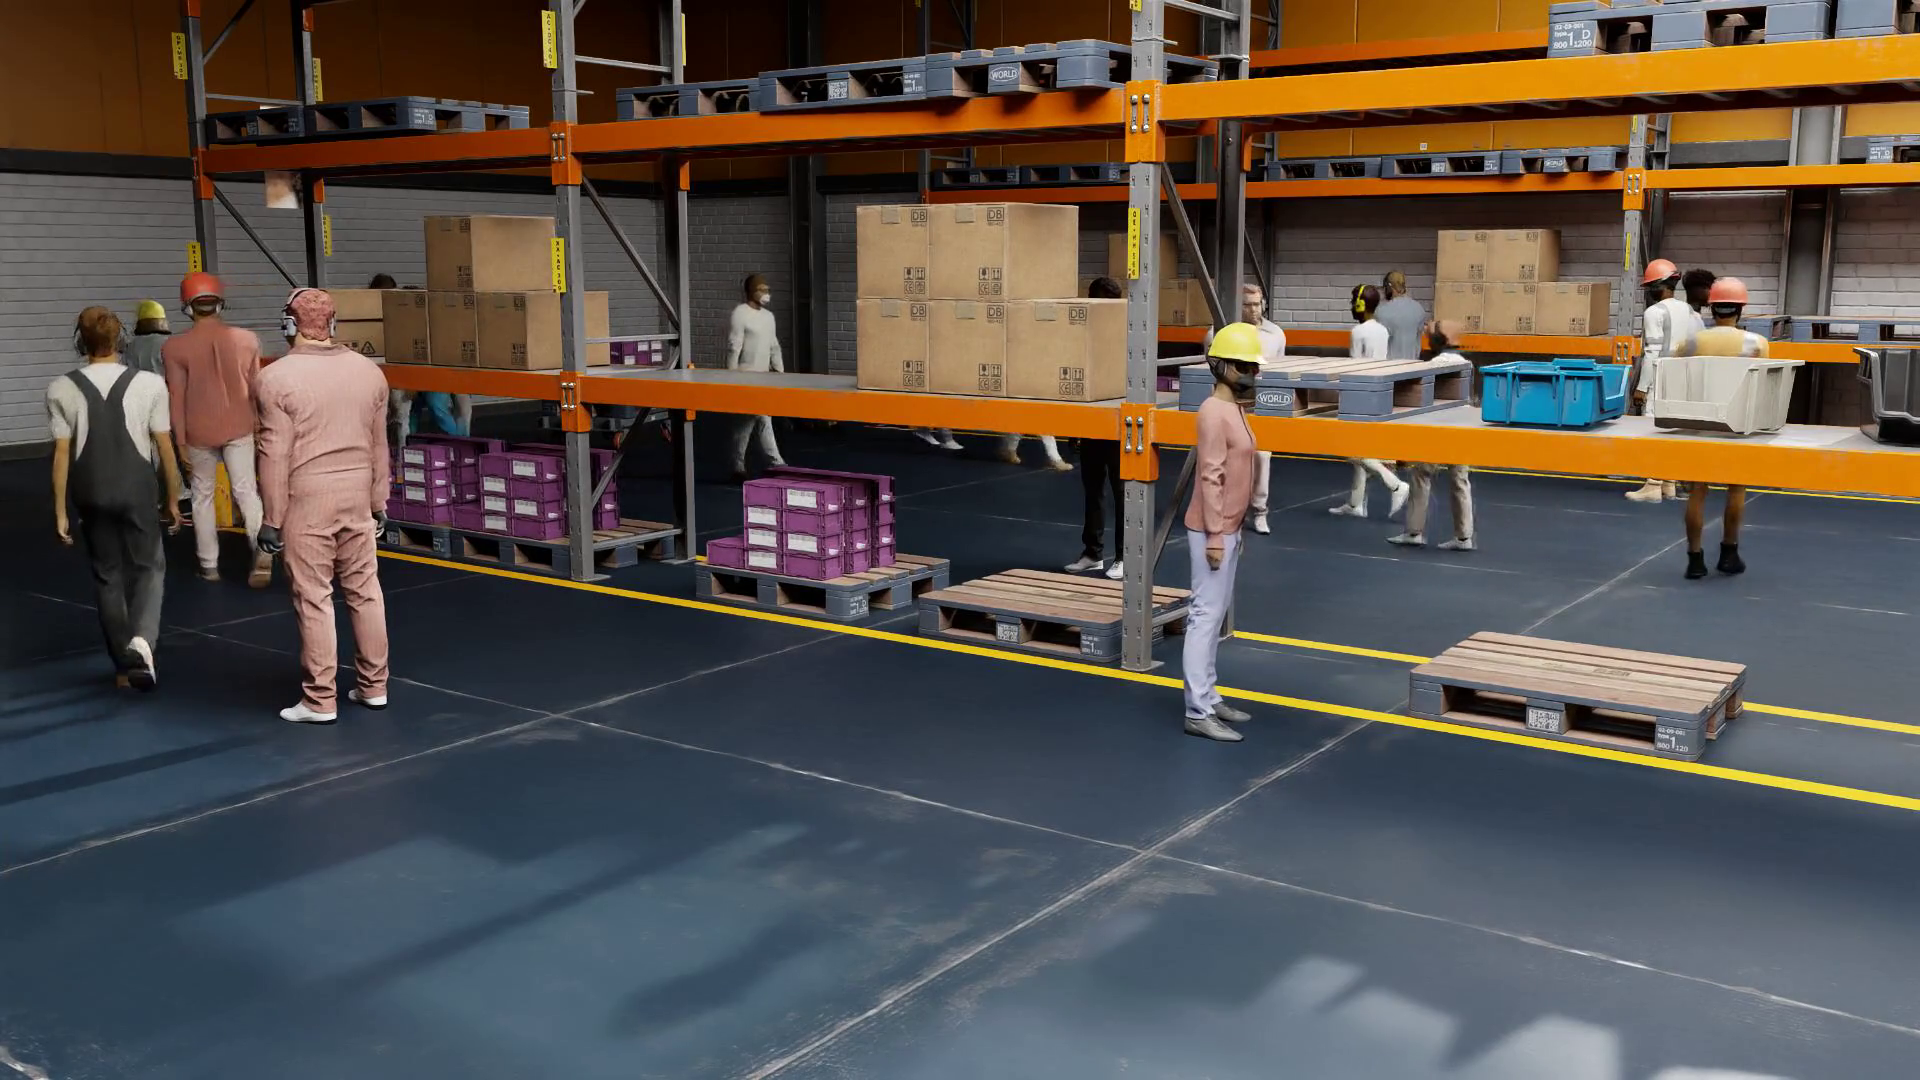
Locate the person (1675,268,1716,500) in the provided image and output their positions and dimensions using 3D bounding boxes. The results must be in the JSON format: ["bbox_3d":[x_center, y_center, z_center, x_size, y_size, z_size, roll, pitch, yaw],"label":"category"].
[{"bbox_3d":[6.188,-1.325,14.155,0.362,1.964,0.611,4,10,23],"label":"person"}]

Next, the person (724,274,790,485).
[{"bbox_3d":[-1.722,-1.410,14.850,0.957,1.897,0.661,4,10,22],"label":"person"}]

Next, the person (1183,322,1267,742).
[{"bbox_3d":[1.132,-0.040,7.103,0.329,1.765,0.526,3,10,19],"label":"person"}]

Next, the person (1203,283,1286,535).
[{"bbox_3d":[2.126,-1.011,12.607,0.653,1.867,0.881,-1,10,-4],"label":"person"}]

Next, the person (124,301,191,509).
[{"bbox_3d":[-6.624,-1.113,13.714,0.493,1.695,0.915,2,10,12],"label":"person"}]

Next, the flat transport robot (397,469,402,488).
[{"bbox_3d":[-4.574,-0.491,14.226,1.431,0.197,0.652,-3,10,-19],"label":"flat transport robot"}]

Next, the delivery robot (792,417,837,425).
[{"bbox_3d":[-1.737,-1.589,19.641,0.707,0.478,0.477,6,11,31],"label":"delivery robot"}]

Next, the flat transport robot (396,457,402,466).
[{"bbox_3d":[-5.160,-0.639,15.107,0.652,0.197,1.431,-3,10,-18],"label":"flat transport robot"}]

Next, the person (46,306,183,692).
[{"bbox_3d":[-3.883,-0.160,7.655,0.544,1.824,0.602,-4,10,-22],"label":"person"}]

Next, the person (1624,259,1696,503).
[{"bbox_3d":[5.861,-1.328,13.971,0.605,2.034,0.391,-7,12,-37],"label":"person"}]

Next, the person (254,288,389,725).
[{"bbox_3d":[-2.813,-0.148,7.319,0.403,1.906,0.651,6,11,32],"label":"person"}]

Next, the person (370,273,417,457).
[{"bbox_3d":[-5.249,-1.457,15.093,0.642,1.916,0.693,1,10,8],"label":"person"}]

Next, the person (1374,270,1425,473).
[{"bbox_3d":[4.169,-1.609,15.948,0.628,1.933,0.378,-6,11,-33],"label":"person"}]

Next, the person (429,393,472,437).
[{"bbox_3d":[-4.940,-1.462,16.052,0.564,1.591,0.833,-8,12,-38],"label":"person"}]

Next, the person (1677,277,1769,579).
[{"bbox_3d":[4.882,-0.715,10.654,0.588,1.915,0.652,7,12,36],"label":"person"}]

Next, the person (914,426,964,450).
[{"bbox_3d":[-0.241,-1.914,17.967,0.682,1.873,0.662,5,11,26],"label":"person"}]

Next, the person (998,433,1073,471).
[{"bbox_3d":[0.712,-1.601,16.314,0.961,1.803,0.636,7,12,36],"label":"person"}]

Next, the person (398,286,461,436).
[{"bbox_3d":[-5.106,-1.494,15.715,0.972,1.782,0.582,-3,10,-17],"label":"person"}]

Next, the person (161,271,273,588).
[{"bbox_3d":[-4.579,-0.675,10.311,0.610,1.969,0.922,-8,12,-39],"label":"person"}]

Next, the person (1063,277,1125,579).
[{"bbox_3d":[0.950,-0.717,10.672,0.597,1.916,0.366,9,13,42],"label":"person"}]

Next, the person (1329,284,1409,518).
[{"bbox_3d":[3.220,-1.065,12.964,0.675,1.848,0.524,7,12,38],"label":"person"}]

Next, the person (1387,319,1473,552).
[{"bbox_3d":[3.341,-0.735,11.665,0.528,1.612,0.671,-9,13,-44],"label":"person"}]
